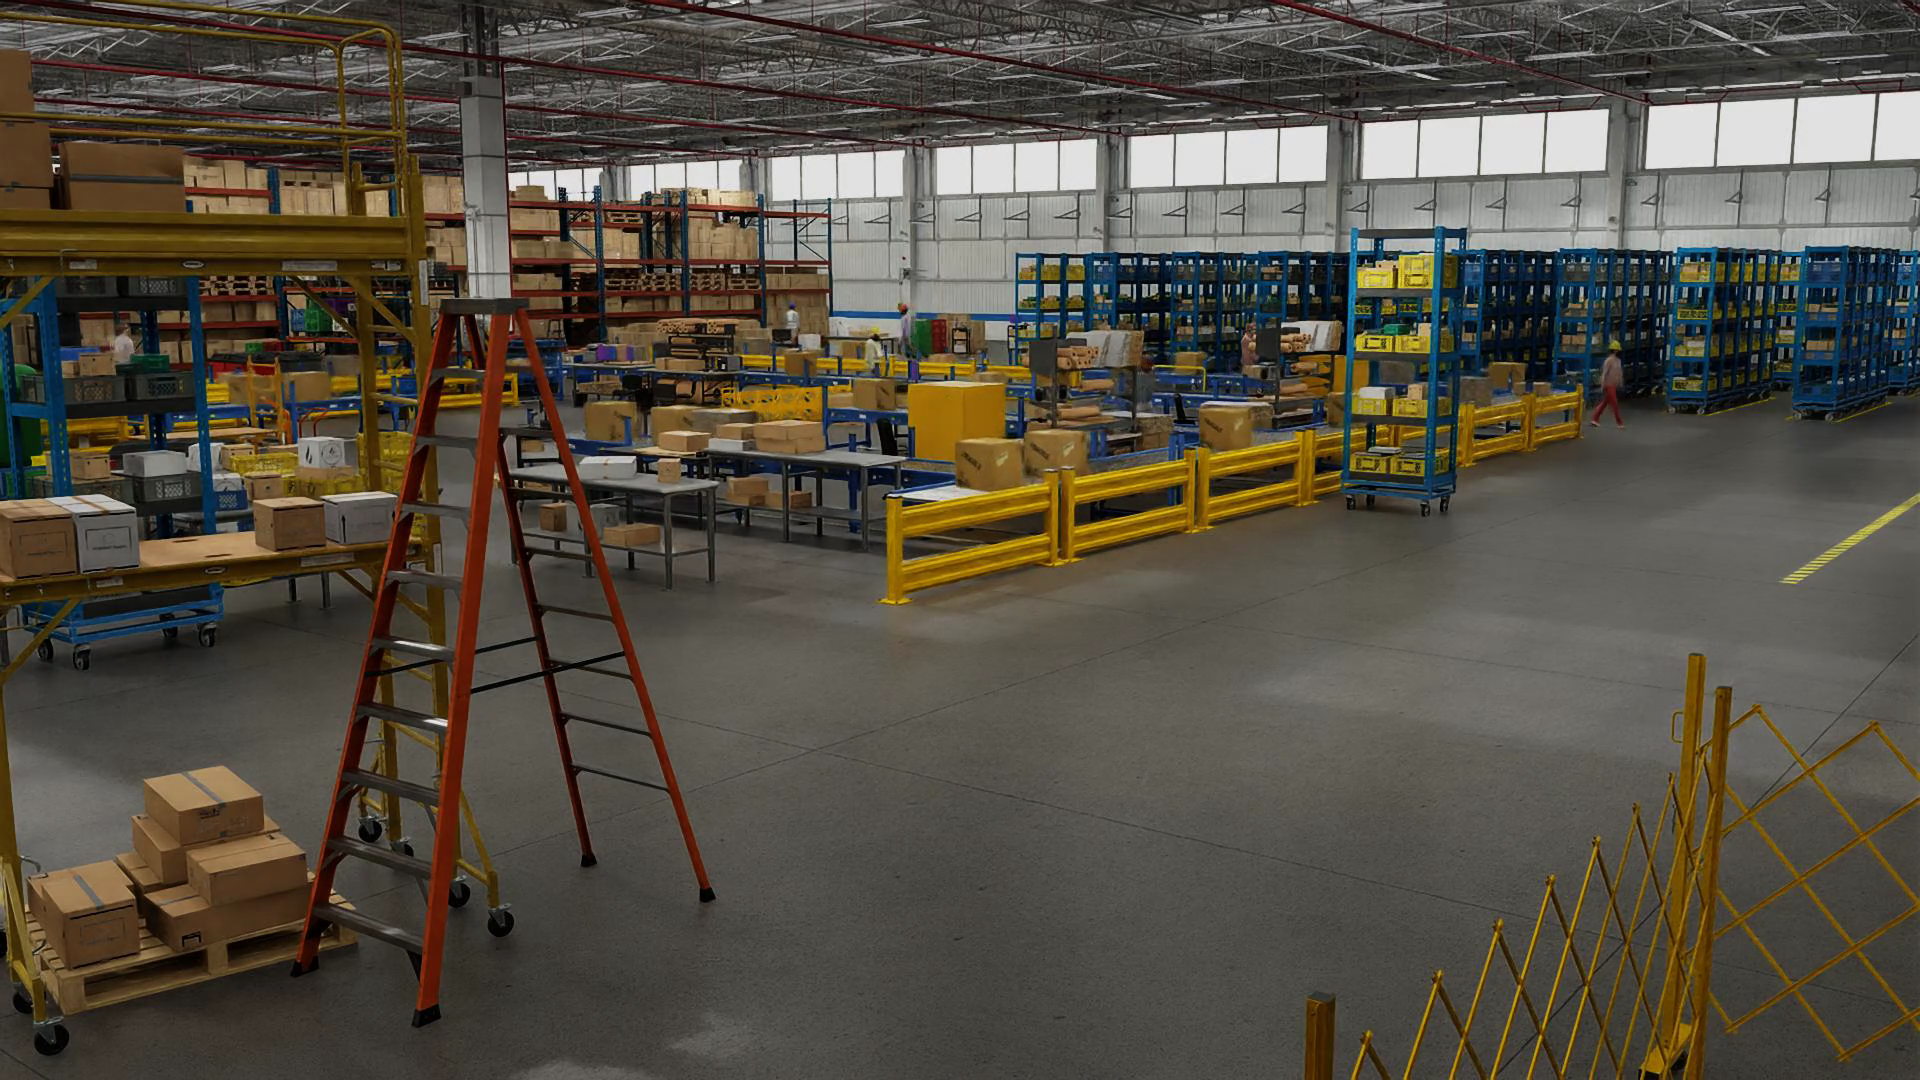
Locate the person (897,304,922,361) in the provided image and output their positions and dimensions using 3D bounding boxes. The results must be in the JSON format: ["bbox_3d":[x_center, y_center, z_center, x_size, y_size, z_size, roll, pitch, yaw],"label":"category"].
[{"bbox_3d":[-1.790,-6.942,56.102,0.983,2.008,0.610,4,10,22],"label":"person"}]

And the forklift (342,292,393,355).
[{"bbox_3d":[-16.485,-5.622,45.120,1.129,2.768,1.873,7,11,37],"label":"forklift"}]

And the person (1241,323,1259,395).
[{"bbox_3d":[6.652,-4.020,38.168,0.410,1.905,0.641,3,9,16],"label":"person"}]

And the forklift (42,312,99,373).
[{"bbox_3d":[-23.779,-5.451,44.052,1.873,2.768,1.129,7,11,36],"label":"forklift"}]

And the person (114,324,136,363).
[{"bbox_3d":[-19.662,-4.159,39.207,0.661,1.856,1.031,8,12,42],"label":"person"}]

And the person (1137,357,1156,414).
[{"bbox_3d":[3.243,-2.342,28.615,0.571,1.613,0.505,5,10,27],"label":"person"}]

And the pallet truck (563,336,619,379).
[{"bbox_3d":[-10.690,-5.294,48.215,1.601,1.201,0.680,-5,10,-26],"label":"pallet truck"}]

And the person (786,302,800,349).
[{"bbox_3d":[-6.566,-8.316,64.917,0.619,1.927,0.808,7,11,37],"label":"person"}]

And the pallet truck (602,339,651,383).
[{"bbox_3d":[-8.991,-4.871,45.351,0.653,1.274,1.630,7,11,37],"label":"pallet truck"}]

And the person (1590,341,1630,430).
[{"bbox_3d":[12.769,-3.040,32.612,0.536,1.722,0.898,-7,12,-39],"label":"person"}]

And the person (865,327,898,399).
[{"bbox_3d":[-1.921,-4.076,38.867,0.922,1.783,0.615,4,10,21],"label":"person"}]
